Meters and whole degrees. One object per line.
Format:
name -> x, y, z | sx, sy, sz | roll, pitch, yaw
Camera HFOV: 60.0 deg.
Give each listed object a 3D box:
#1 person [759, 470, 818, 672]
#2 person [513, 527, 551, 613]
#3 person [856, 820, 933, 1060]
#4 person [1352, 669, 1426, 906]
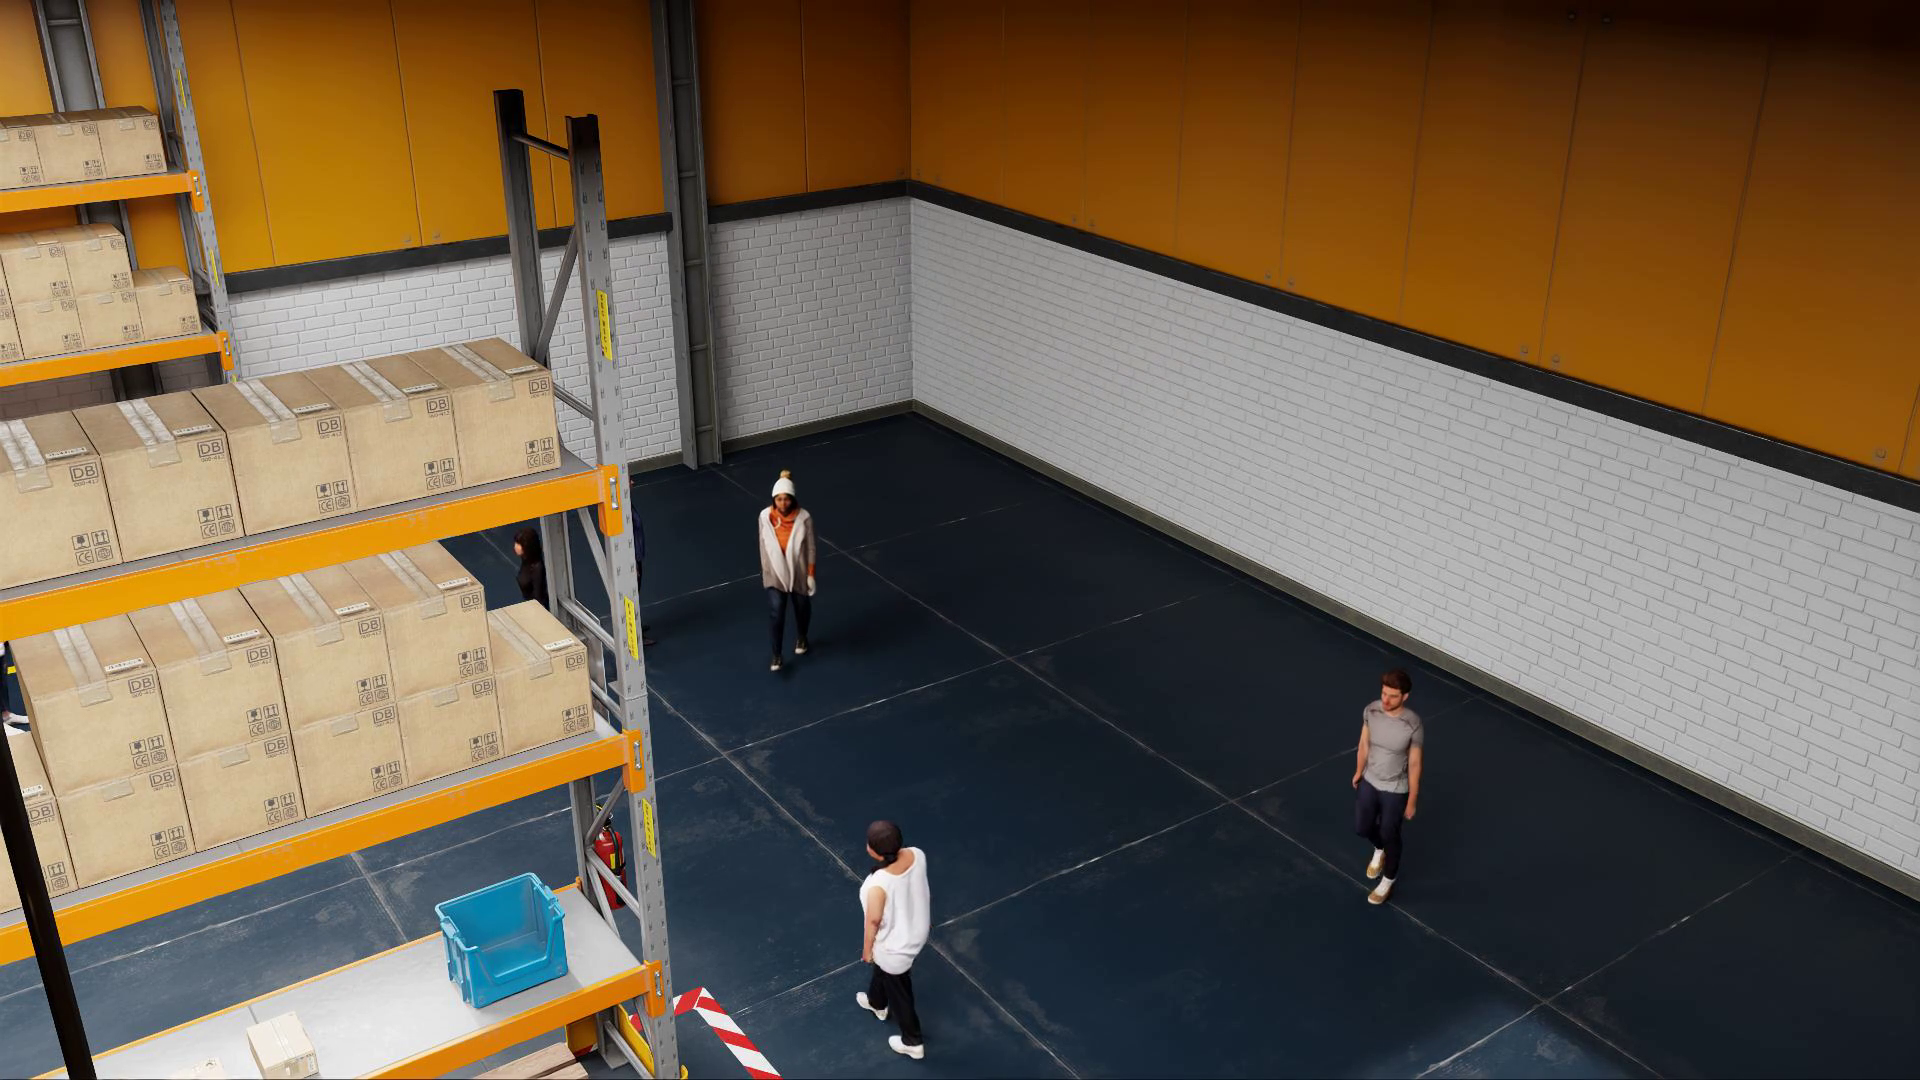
person -> -1.554, 0.222, 15.288 | 1.091, 1.857, 1.085 | -1, 24, -2
person -> -3.610, 0.628, 14.664 | 1.047, 1.611, 0.608 | -16, 29, -33
person -> -0.354, 2.492, 10.333 | 0.911, 1.665, 0.951 | 16, 28, 32
person -> 3.086, 1.710, 11.872 | 0.763, 1.866, 0.806 | 19, 30, 37
